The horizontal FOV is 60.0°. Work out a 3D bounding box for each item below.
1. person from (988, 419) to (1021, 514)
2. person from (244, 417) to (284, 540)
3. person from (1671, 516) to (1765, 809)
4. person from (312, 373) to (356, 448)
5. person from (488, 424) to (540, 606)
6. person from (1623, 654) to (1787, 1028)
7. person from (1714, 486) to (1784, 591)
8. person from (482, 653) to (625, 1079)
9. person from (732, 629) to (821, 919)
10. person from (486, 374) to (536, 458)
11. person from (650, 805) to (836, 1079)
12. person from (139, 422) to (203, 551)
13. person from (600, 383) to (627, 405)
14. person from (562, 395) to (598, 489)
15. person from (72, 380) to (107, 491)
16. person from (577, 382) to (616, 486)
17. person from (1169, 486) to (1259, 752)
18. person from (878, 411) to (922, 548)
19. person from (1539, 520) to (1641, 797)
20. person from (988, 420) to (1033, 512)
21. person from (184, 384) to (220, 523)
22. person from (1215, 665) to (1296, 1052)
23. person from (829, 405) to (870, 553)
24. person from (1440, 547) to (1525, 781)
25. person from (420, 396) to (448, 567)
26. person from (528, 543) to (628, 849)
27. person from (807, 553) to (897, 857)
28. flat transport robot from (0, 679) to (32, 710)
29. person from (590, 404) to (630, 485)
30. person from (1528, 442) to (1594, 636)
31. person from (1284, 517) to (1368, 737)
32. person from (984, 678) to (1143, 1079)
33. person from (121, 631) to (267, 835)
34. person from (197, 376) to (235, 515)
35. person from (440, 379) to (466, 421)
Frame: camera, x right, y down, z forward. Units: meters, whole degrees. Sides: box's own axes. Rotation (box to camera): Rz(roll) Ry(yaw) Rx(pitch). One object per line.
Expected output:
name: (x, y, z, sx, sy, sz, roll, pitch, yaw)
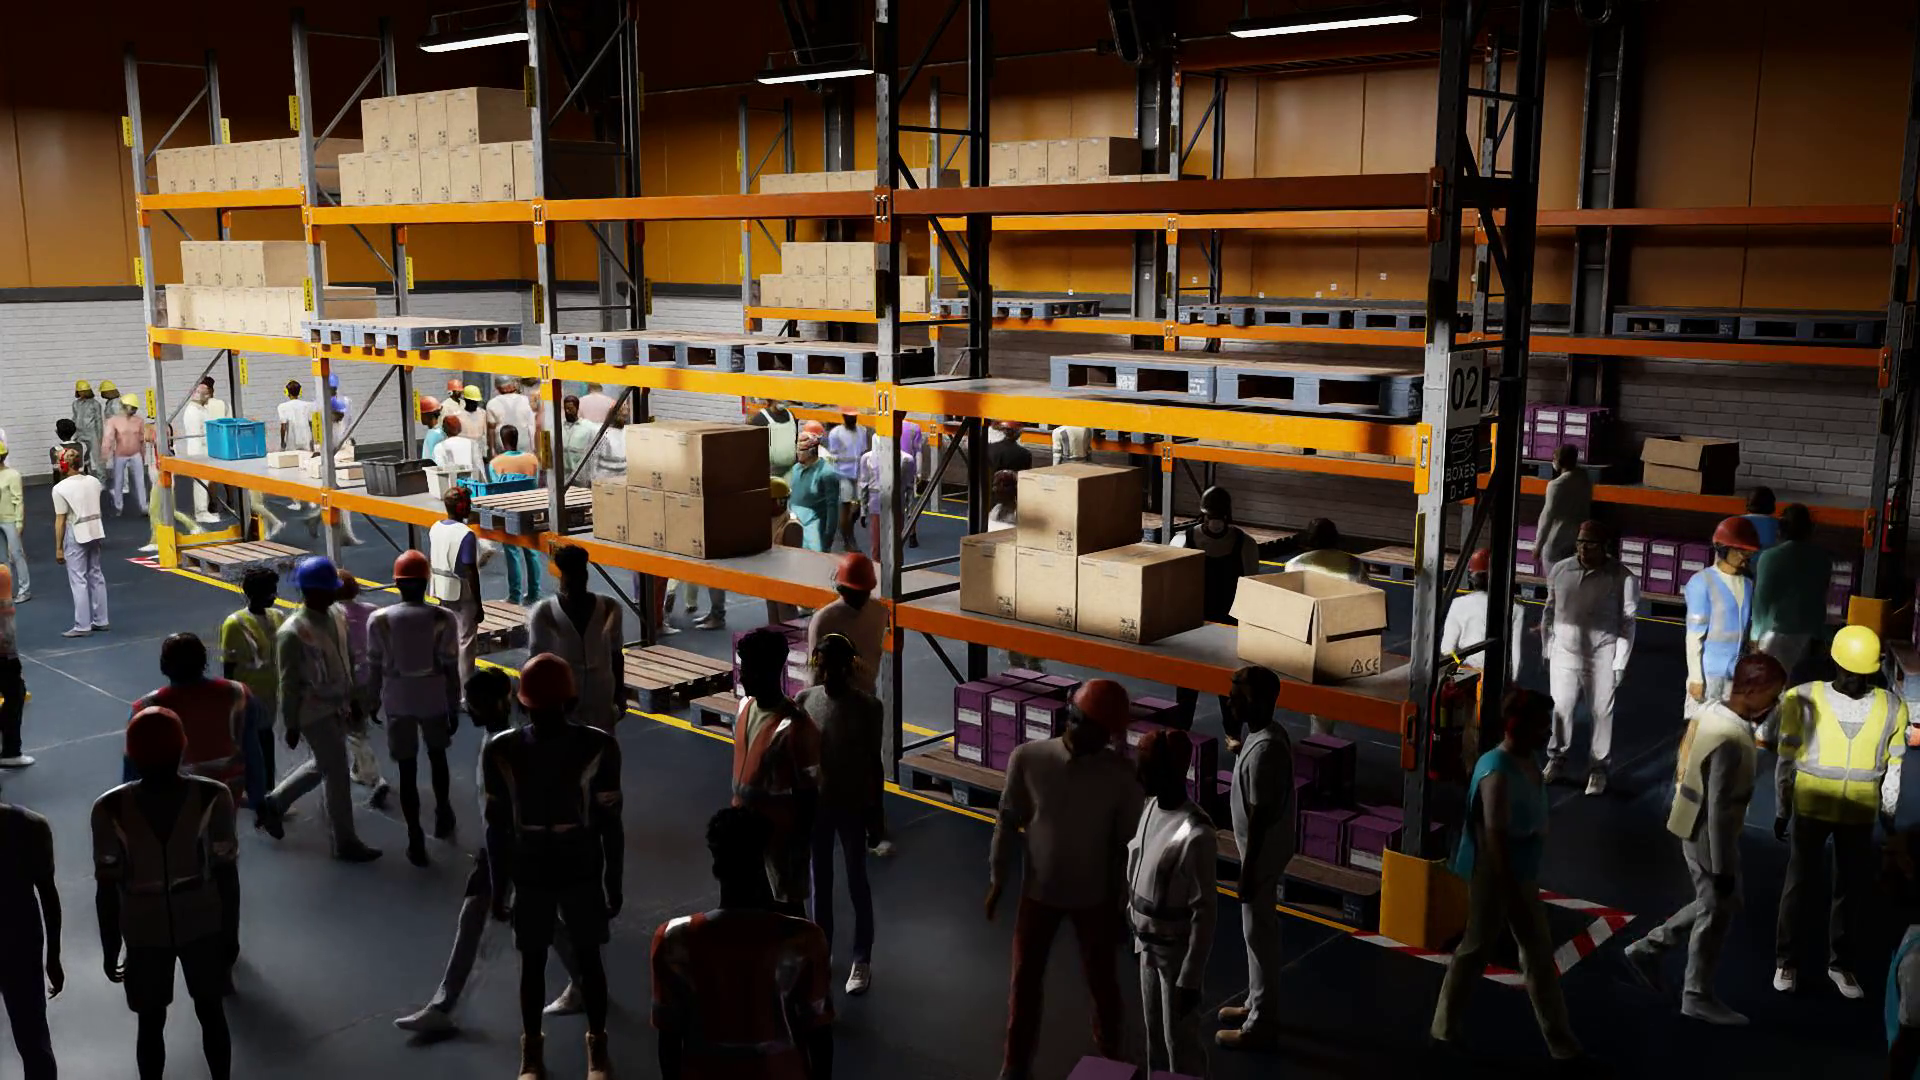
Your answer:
person: (0.460, -0.792, 20.738, 0.574, 1.858, 0.913, -3, 10, -16)
person: (-8.972, -0.771, 21.226, 0.392, 1.617, 0.566, -5, 11, -28)
person: (5.022, 0.841, 10.966, 0.608, 2.036, 0.411, -6, 12, -29)
person: (-9.240, -1.516, 24.575, 0.624, 1.926, 0.478, -9, 13, -41)
person: (-4.669, -0.257, 17.500, 0.391, 1.916, 0.590, 8, 13, 39)
person: (3.609, 1.436, 8.011, 0.554, 1.883, 0.650, 5, 11, 25)
person: (6.536, 0.469, 13.683, 0.657, 1.823, 0.433, 5, 11, 28)
person: (-1.783, 1.483, 7.347, 0.604, 2.034, 0.417, -1, 10, -6)
person: (-0.919, 1.388, 8.052, 0.361, 1.965, 0.612, -9, 13, -40)
person: (-6.387, -1.415, 23.691, 0.727, 2.000, 0.917, -4, 11, -21)
person: (-0.709, 1.832, 5.545, 0.606, 1.966, 0.367, 0, 10, 0)
person: (-9.875, -0.677, 20.710, 0.673, 1.615, 0.511, -2, 10, -13)
person: (-5.881, -2.068, 27.788, 0.620, 1.891, 0.805, -3, 10, -14)
person: (-4.847, -0.868, 20.946, 0.594, 1.919, 0.387, 2, 10, 10)
person: (-13.441, -1.601, 25.623, 0.488, 1.737, 0.322, 2, 10, 12)
person: (-5.321, -1.435, 24.279, 0.651, 1.893, 1.020, -1, 10, -6)
person: (1.879, 0.585, 12.385, 0.683, 2.000, 0.536, 1, 10, 4)
person: (-0.749, -0.859, 20.842, 0.552, 1.935, 0.374, -1, 10, -5)
person: (4.318, 0.806, 11.514, 0.643, 1.909, 0.410, 9, 13, 41)
person: (0.515, -0.423, 18.289, 0.650, 1.974, 0.555, 7, 12, 33)
person: (-10.385, -1.193, 22.821, 0.403, 1.906, 0.651, -3, 11, -18)
person: (1.404, 1.488, 7.850, 0.349, 1.841, 0.502, 3, 10, 15)
person: (-1.357, -0.794, 20.503, 0.578, 1.922, 0.451, -8, 13, -37)
person: (3.577, 0.916, 11.382, 0.575, 1.731, 0.673, -1, 10, -6)
person: (-6.138, -0.664, 19.444, 0.392, 2.039, 0.612, -2, 10, -12)
person: (-2.449, 0.951, 10.652, 0.621, 1.941, 0.793, -4, 11, -22)
person: (-0.757, 0.985, 10.536, 0.624, 1.909, 1.105, -7, 12, -33)
flat transport robot: (-8.435, 1.261, 13.564, 1.431, 0.197, 0.652, 2, 10, 12)
person: (-4.281, -0.790, 20.740, 0.598, 1.829, 0.911, -8, 13, -40)
person: (5.712, 0.024, 15.883, 0.656, 1.927, 0.546, -8, 13, -39)
person: (2.688, 0.739, 12.228, 0.644, 1.801, 0.879, 0, 10, -2)
person: (0.460, 1.530, 7.313, 0.690, 1.949, 0.416, 2, 10, 11)
person: (-4.033, 1.355, 8.698, 0.659, 1.798, 0.919, -9, 13, -42)
person: (-10.514, -1.327, 23.407, 0.367, 1.963, 0.609, 7, 12, 35)
person: (-7.712, -1.596, 25.527, 0.335, 1.749, 0.575, 4, 11, 19)
